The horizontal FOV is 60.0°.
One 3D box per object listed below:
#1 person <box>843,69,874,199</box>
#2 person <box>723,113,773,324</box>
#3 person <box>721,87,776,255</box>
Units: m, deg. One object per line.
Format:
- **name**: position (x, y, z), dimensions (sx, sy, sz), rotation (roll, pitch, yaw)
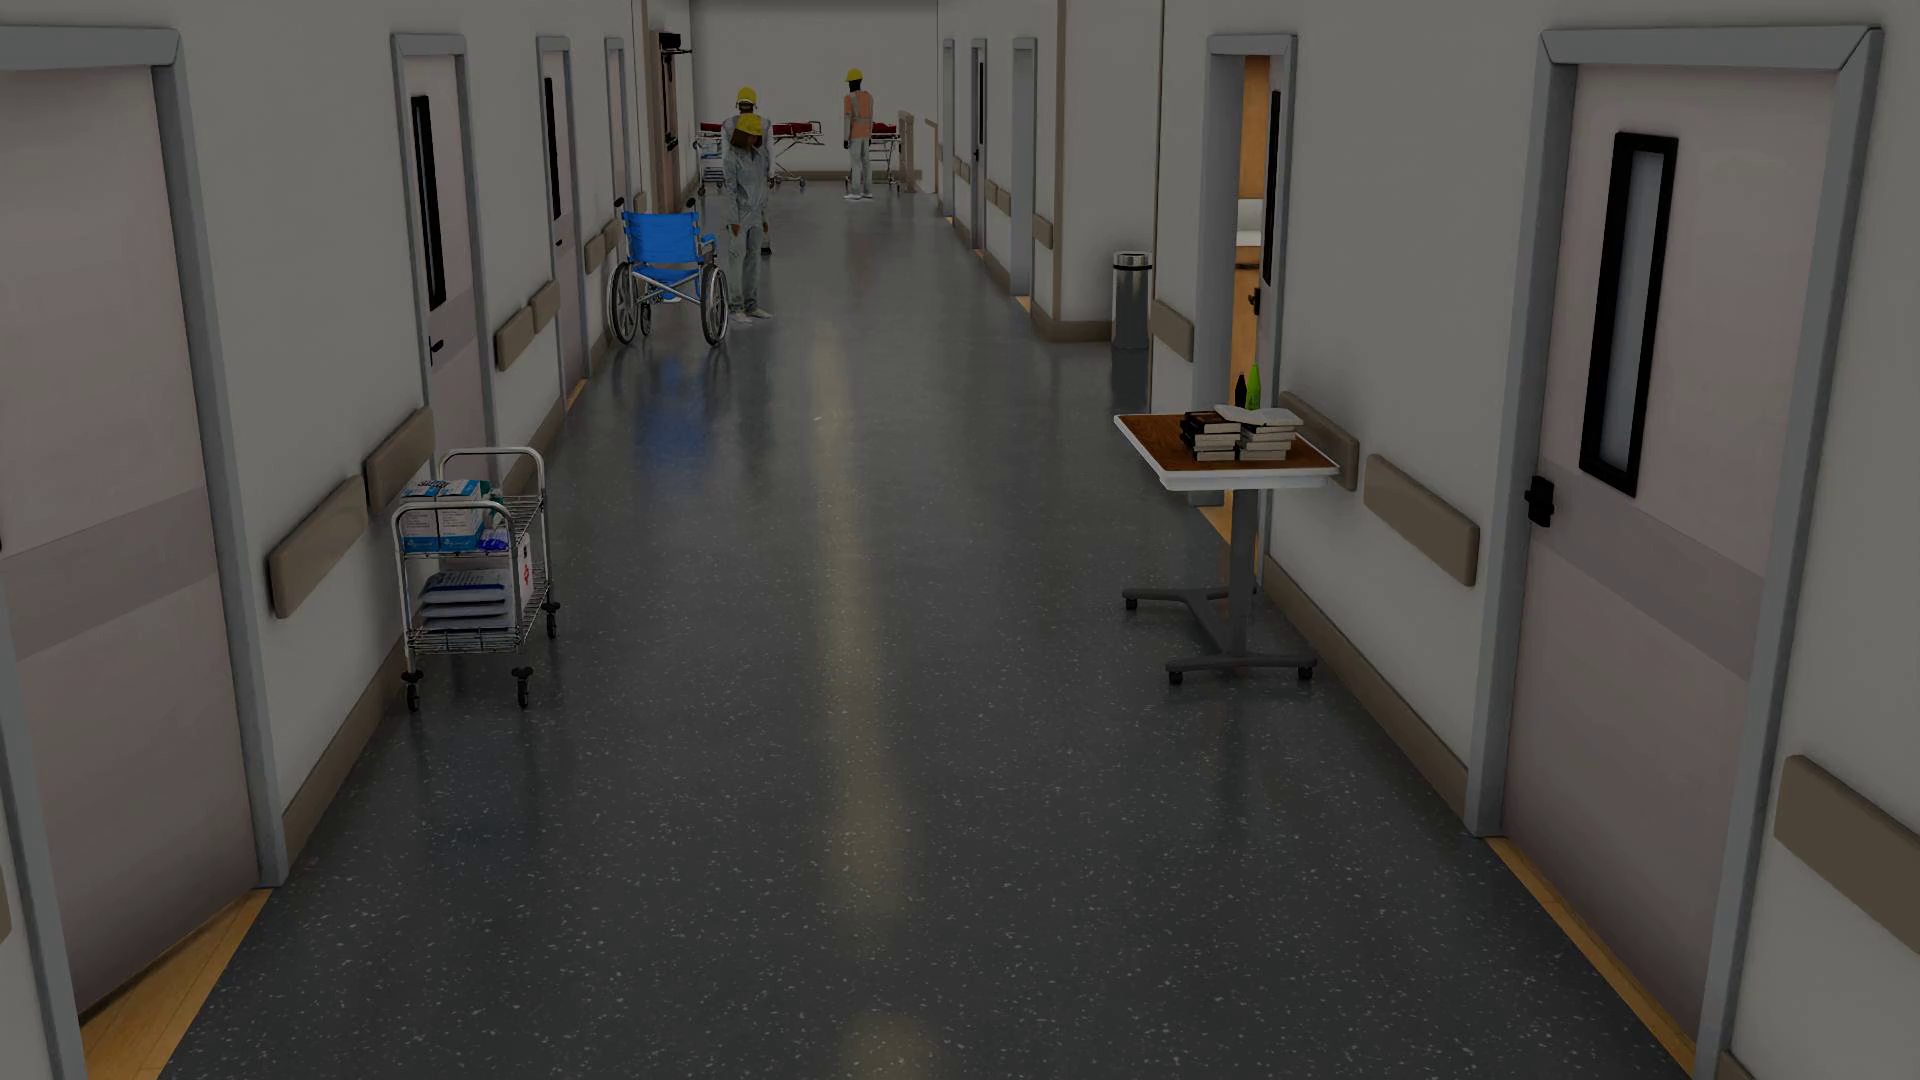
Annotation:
- **person**: position (-1.550, -6.118, 25.110), dimensions (0.397, 1.920, 0.586), rotation (13, 21, 37)
- **person**: position (-1.774, -2.703, 14.009), dimensions (0.321, 1.734, 0.485), rotation (10, 19, 29)
- **person**: position (-2.331, -4.062, 18.383), dimensions (0.592, 1.833, 0.404), rotation (-2, 17, -8)
